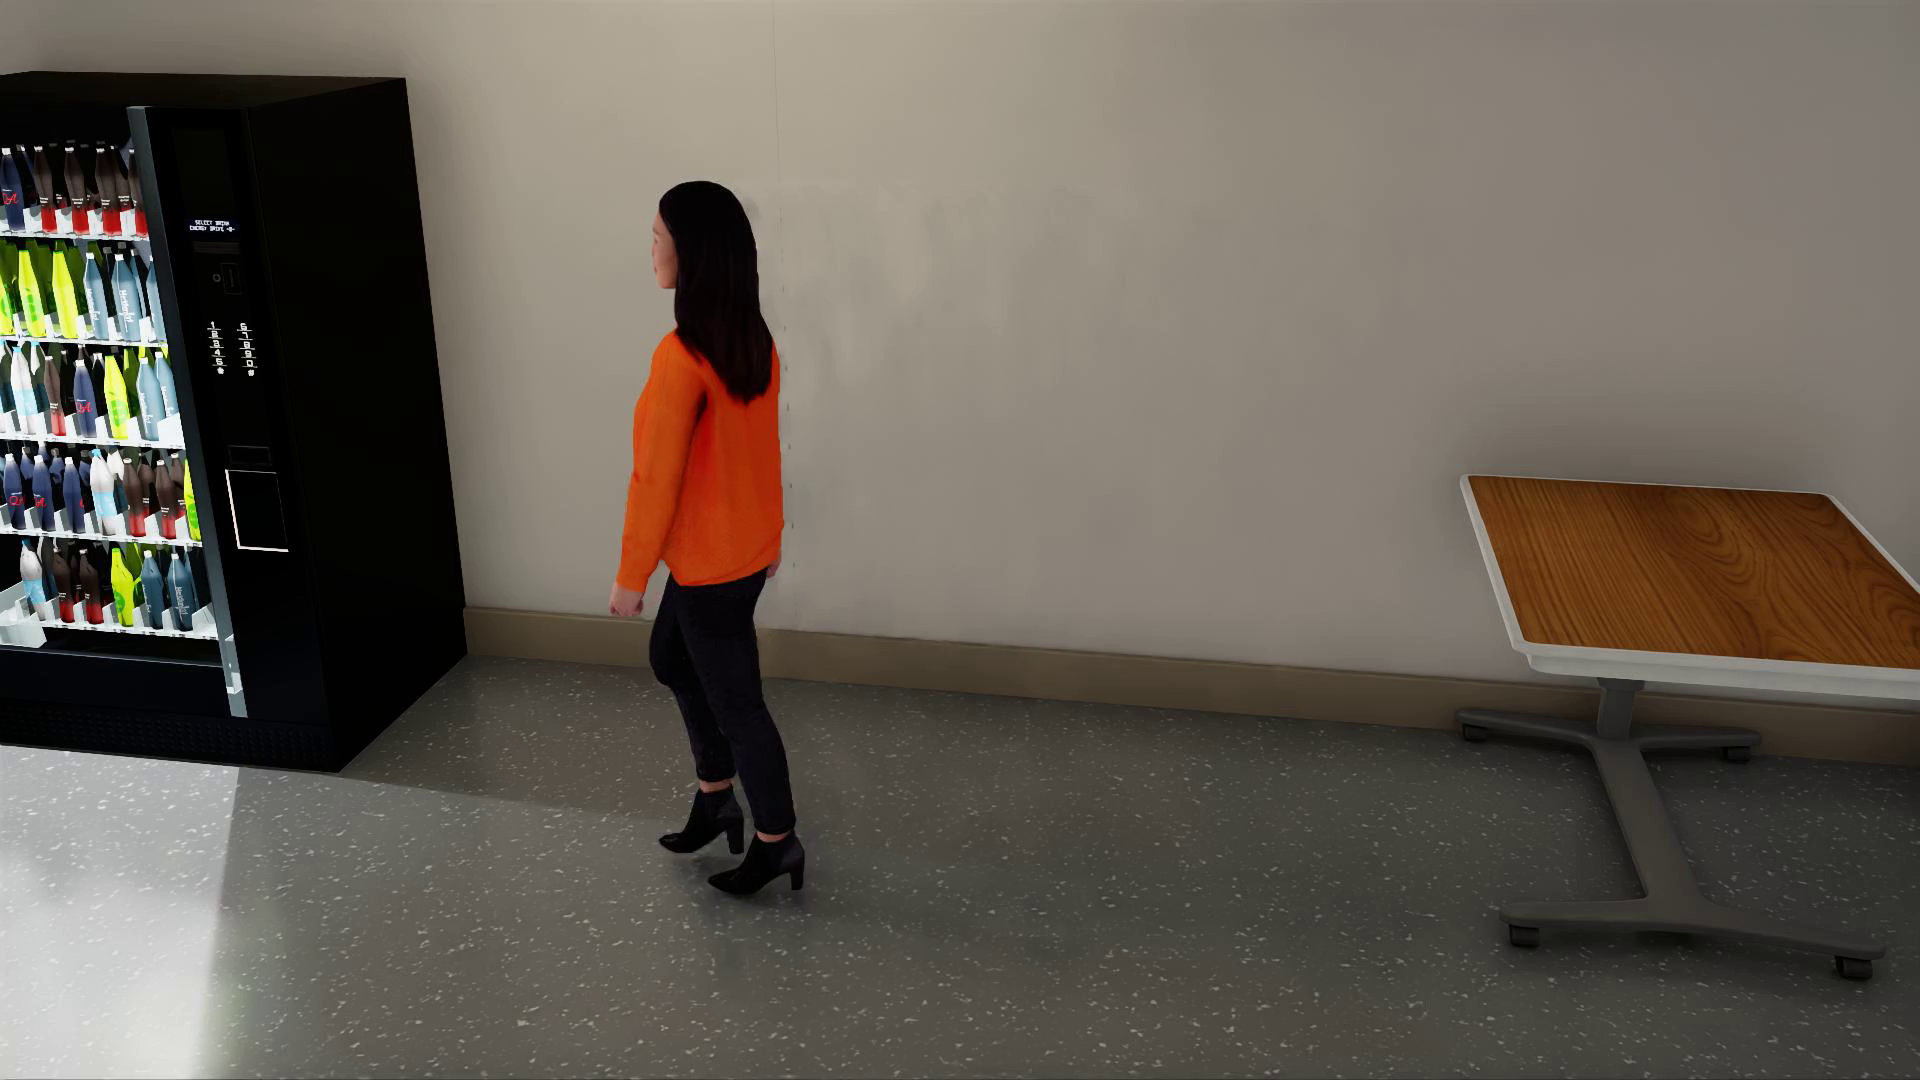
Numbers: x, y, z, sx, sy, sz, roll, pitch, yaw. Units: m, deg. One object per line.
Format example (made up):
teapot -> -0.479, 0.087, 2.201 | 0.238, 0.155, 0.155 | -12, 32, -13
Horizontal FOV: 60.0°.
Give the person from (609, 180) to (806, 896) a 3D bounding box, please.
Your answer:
person -> -0.474, 0.062, 3.833 | 0.628, 1.734, 0.612 | 3, 21, 8
